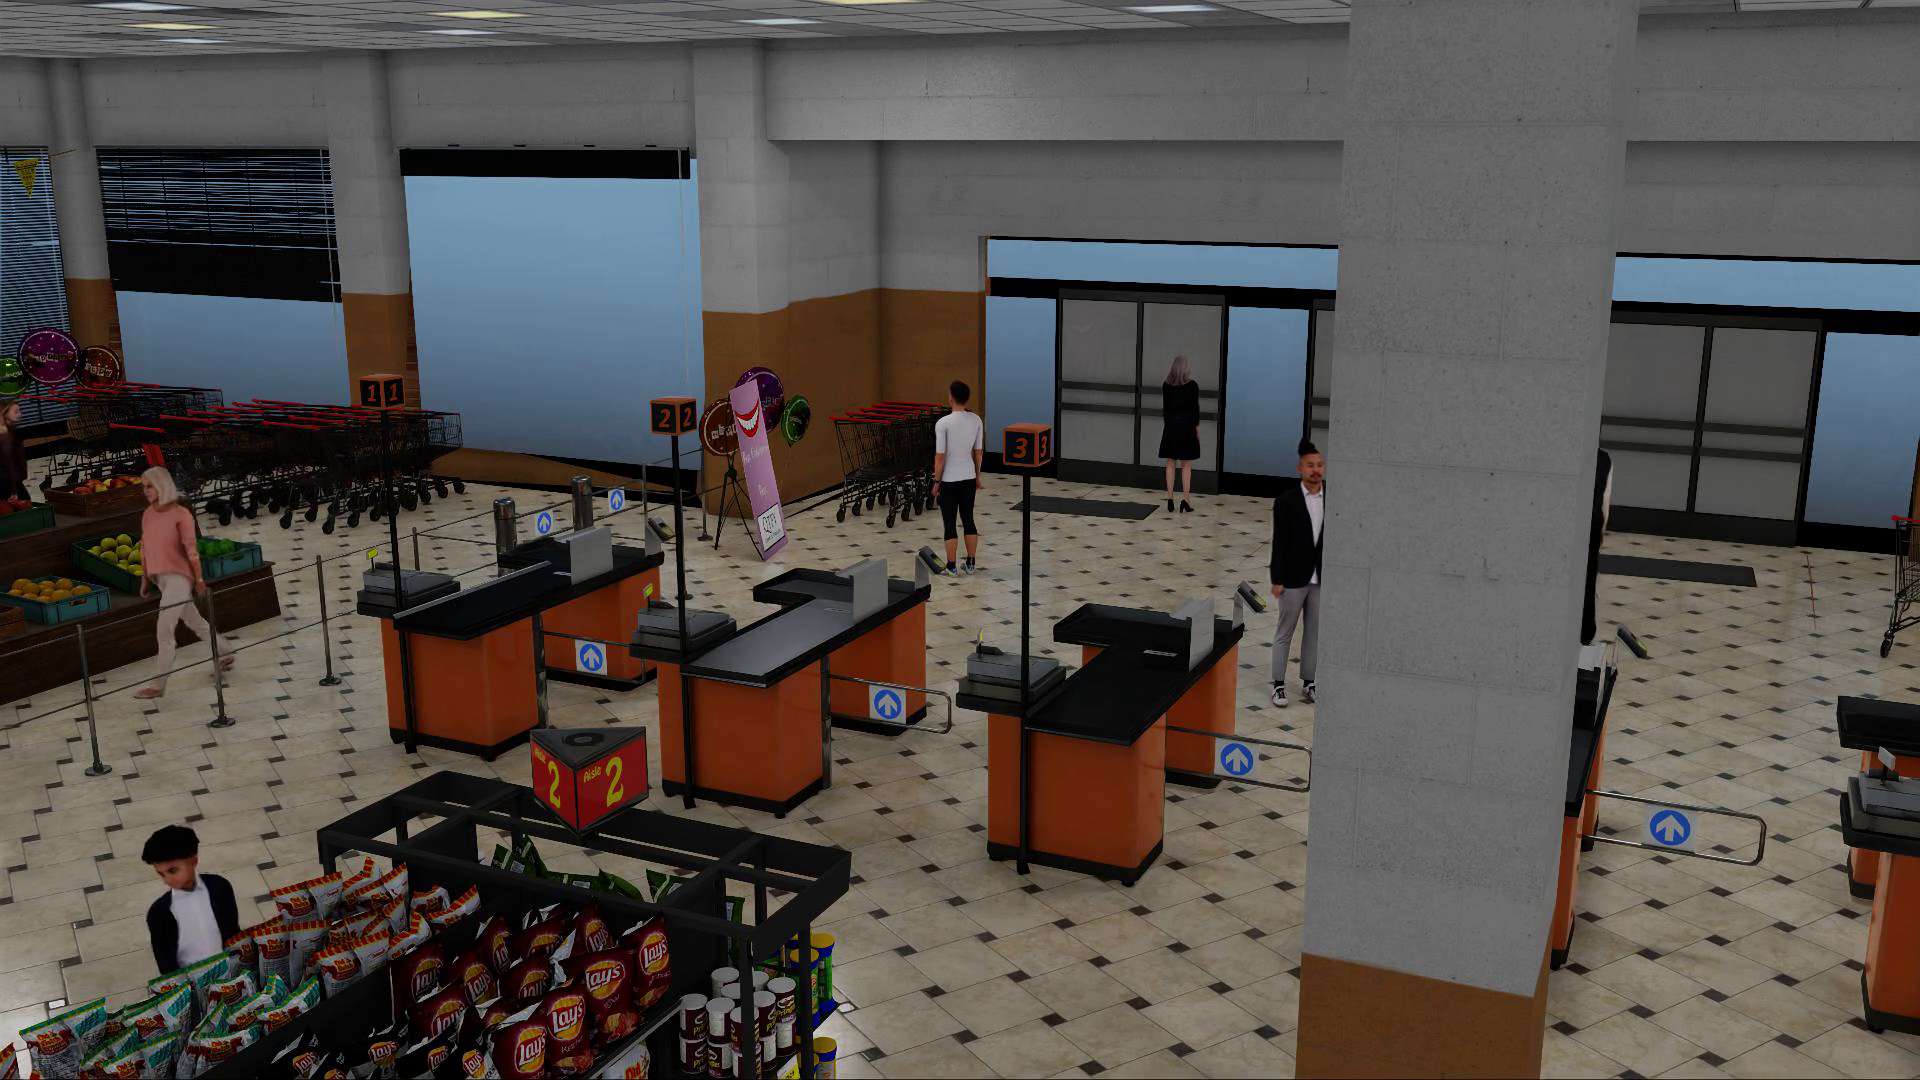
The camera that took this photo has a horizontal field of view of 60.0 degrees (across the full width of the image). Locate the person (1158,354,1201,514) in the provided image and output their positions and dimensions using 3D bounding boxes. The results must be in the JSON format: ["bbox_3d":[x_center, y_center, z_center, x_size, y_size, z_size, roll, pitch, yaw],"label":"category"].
[{"bbox_3d":[2.419,-1.174,18.234,0.586,1.747,0.544,6,15,24],"label":"person"}]

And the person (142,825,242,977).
[{"bbox_3d":[-3.278,1.779,7.210,0.751,1.205,0.585,10,17,35],"label":"person"}]

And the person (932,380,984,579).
[{"bbox_3d":[-0.017,-0.580,15.560,0.708,1.853,0.823,-8,16,-31],"label":"person"}]

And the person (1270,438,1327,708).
[{"bbox_3d":[2.494,0.226,12.036,0.799,1.948,0.813,-2,14,-9],"label":"person"}]

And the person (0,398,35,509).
[{"bbox_3d":[-8.915,-0.461,15.452,1.146,1.672,0.988,-8,16,-31],"label":"person"}]

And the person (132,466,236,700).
[{"bbox_3d":[-5.755,0.295,12.340,0.614,1.670,1.181,6,15,23],"label":"person"}]
